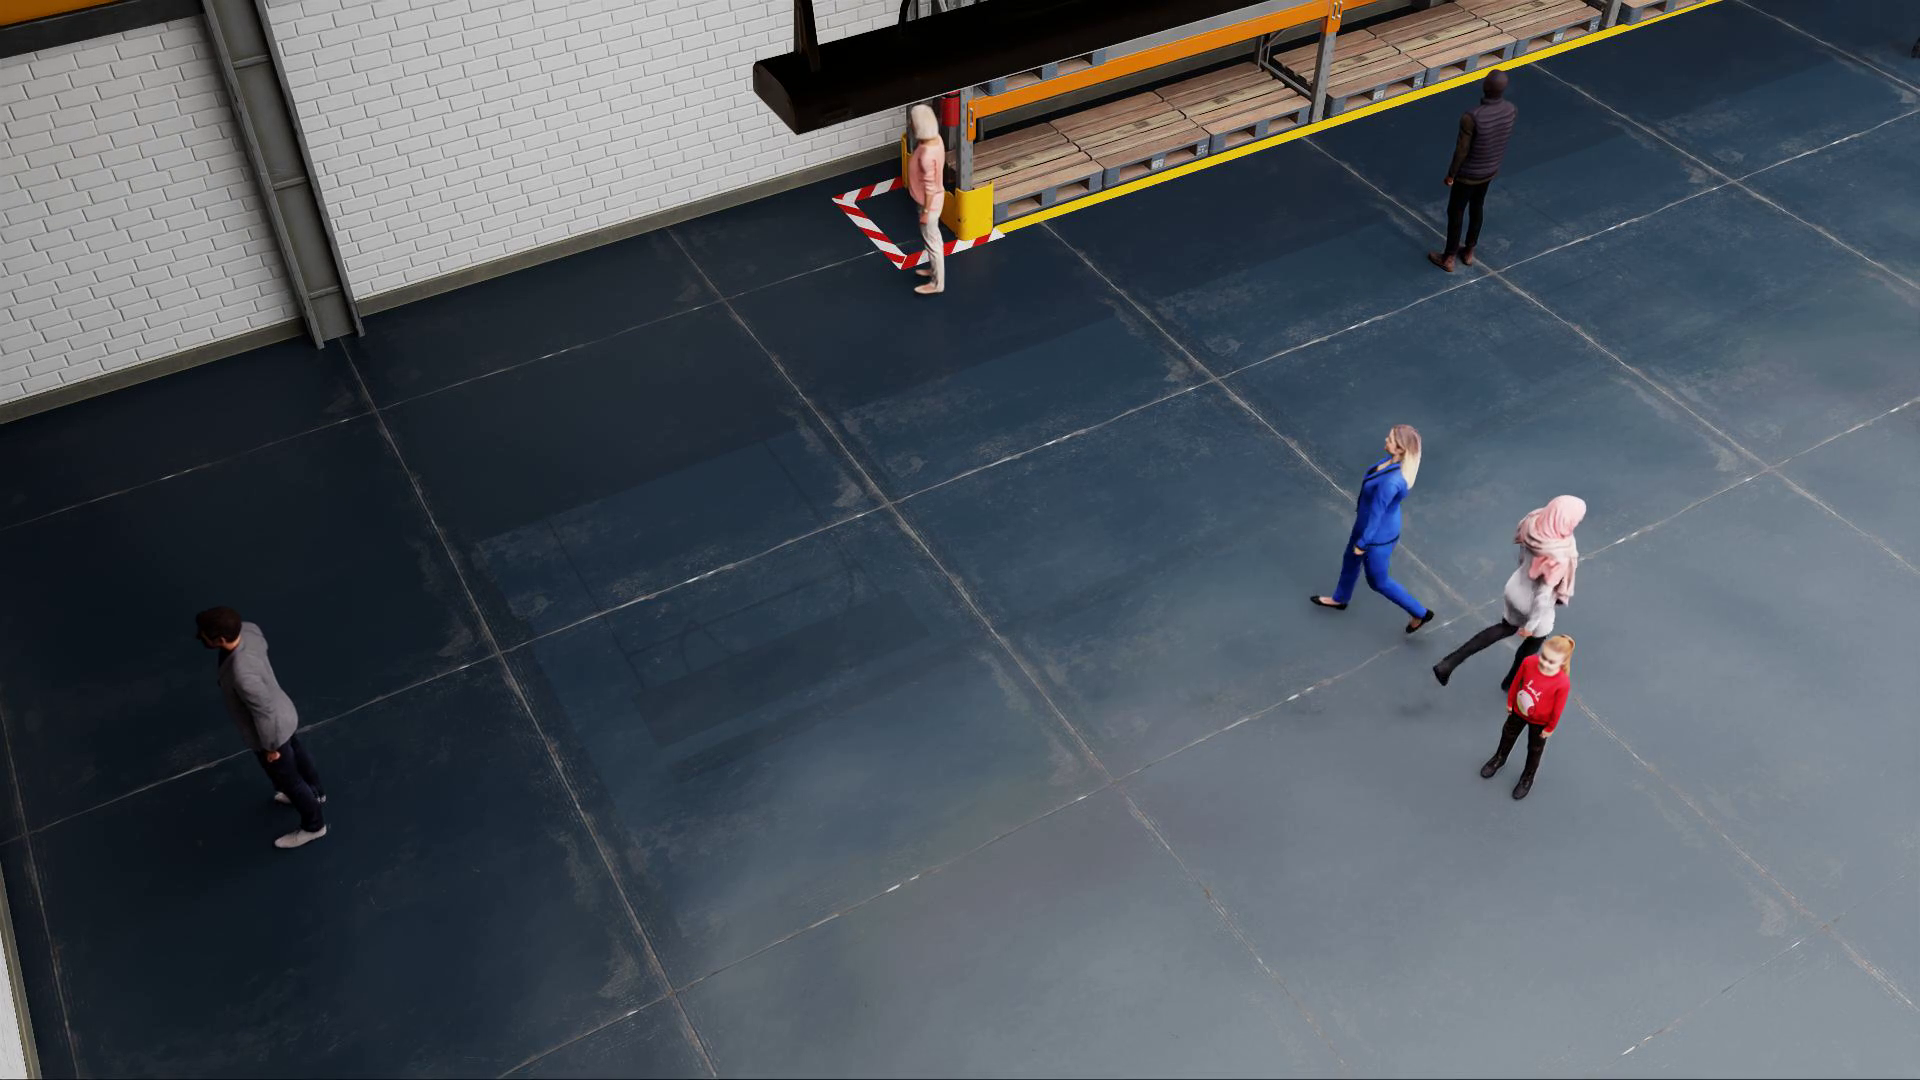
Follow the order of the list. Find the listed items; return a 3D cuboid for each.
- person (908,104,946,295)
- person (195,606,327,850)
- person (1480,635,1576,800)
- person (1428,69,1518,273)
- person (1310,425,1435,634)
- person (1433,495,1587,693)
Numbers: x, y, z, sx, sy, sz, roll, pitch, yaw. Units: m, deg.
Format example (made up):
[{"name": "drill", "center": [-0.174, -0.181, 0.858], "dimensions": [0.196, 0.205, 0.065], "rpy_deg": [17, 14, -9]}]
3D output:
[{"name": "person", "center": [-0.256, -2.829, 13.794], "dimensions": [0.696, 1.724, 0.683], "rpy_deg": [2, 44, 2]}, {"name": "person", "center": [-4.005, 1.044, 9.619], "dimensions": [0.674, 1.875, 0.735], "rpy_deg": [-13, 45, -13]}, {"name": "person", "center": [3.469, 1.036, 10.059], "dimensions": [0.539, 1.280, 0.530], "rpy_deg": [-33, 53, -30]}, {"name": "person", "center": [4.337, -3.116, 14.015], "dimensions": [0.518, 1.836, 0.774], "rpy_deg": [-18, 46, -18]}, {"name": "person", "center": [2.830, -0.031, 10.892], "dimensions": [1.103, 1.675, 1.061], "rpy_deg": [13, 45, 13]}, {"name": "person", "center": [3.461, 0.398, 10.366], "dimensions": [1.107, 1.779, 0.834], "rpy_deg": [-9, 44, -9]}]
